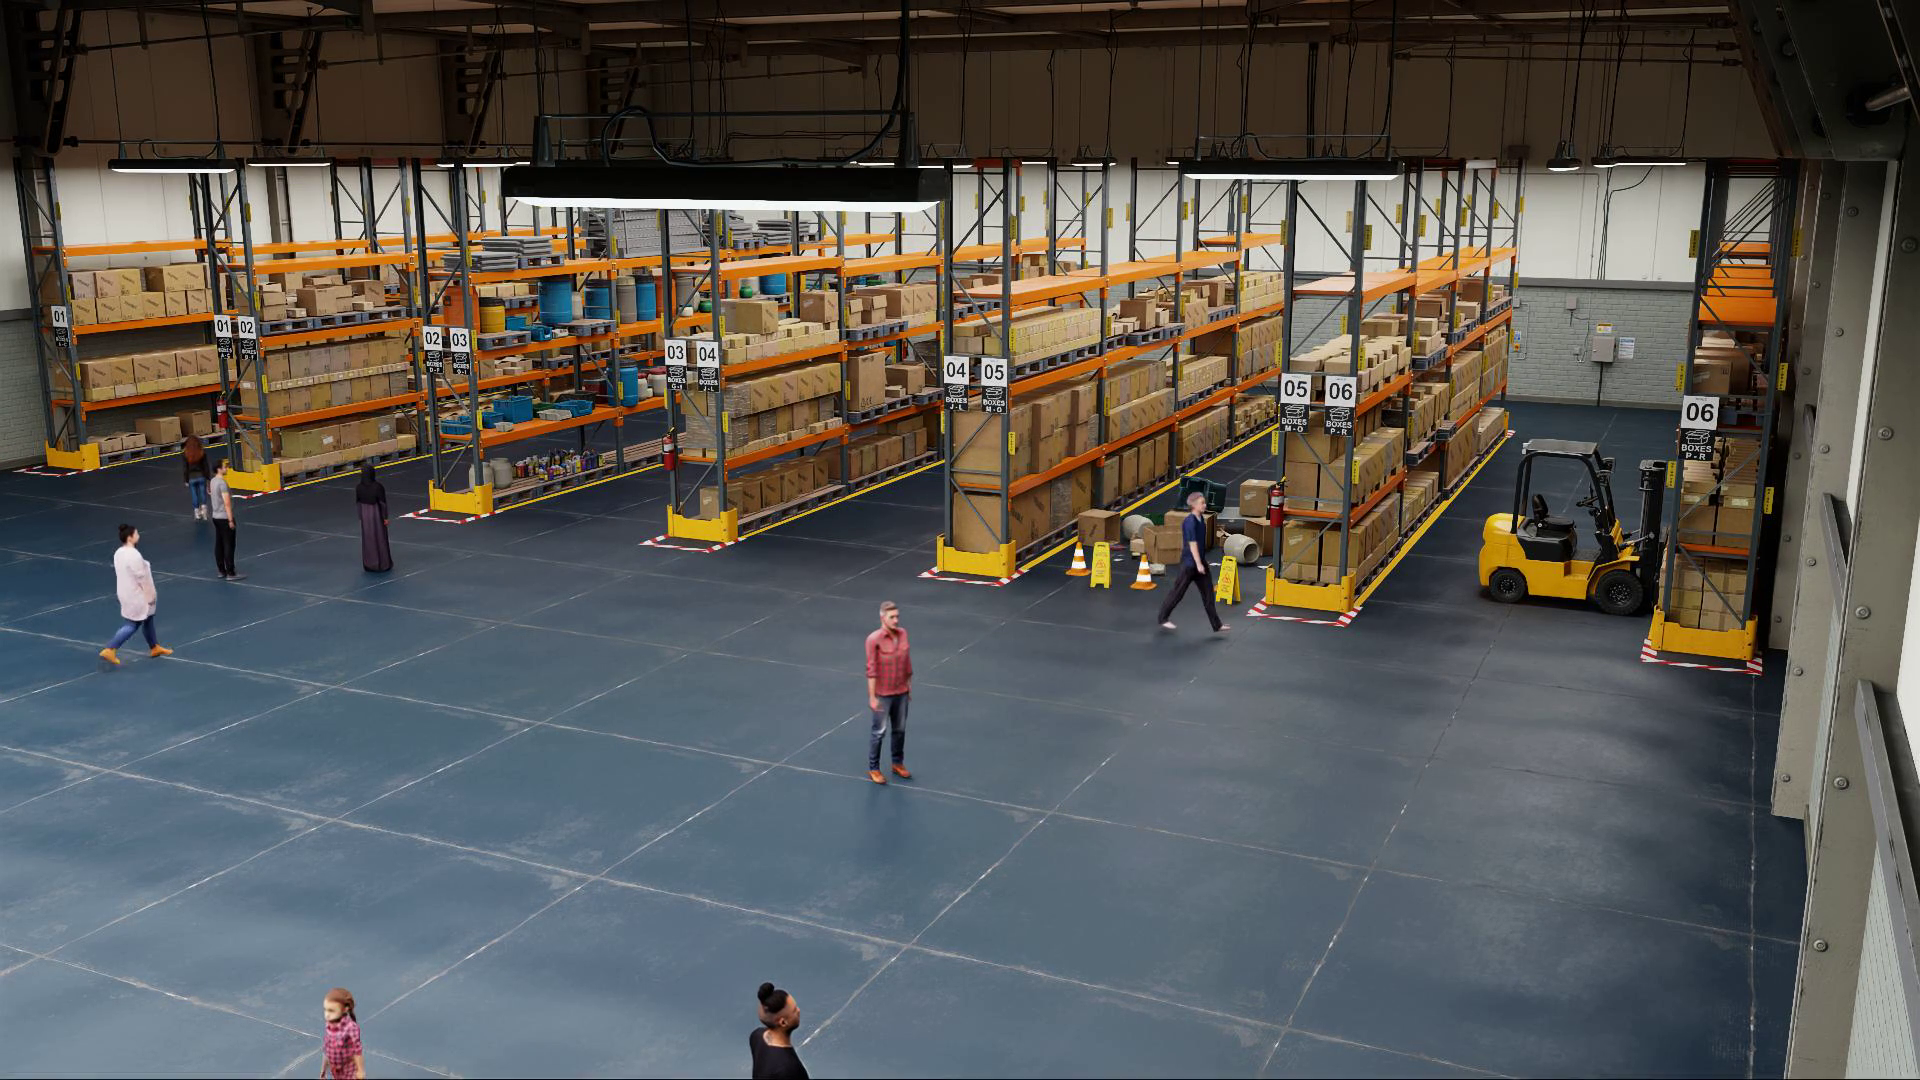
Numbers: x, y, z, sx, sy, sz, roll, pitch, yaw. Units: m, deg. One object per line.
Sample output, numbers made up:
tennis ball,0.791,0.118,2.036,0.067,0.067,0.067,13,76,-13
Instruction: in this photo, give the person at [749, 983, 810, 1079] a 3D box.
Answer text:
person,-0.949,3.190,8.860,0.799,1.863,0.771,-7,15,-27

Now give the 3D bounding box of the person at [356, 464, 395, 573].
person,-8.709,-0.341,24.657,0.679,1.615,0.689,1,13,6

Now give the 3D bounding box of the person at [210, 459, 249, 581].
person,-10.724,-0.310,24.219,0.684,1.753,0.654,12,18,42

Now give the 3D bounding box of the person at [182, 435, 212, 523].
person,-12.823,-1.024,27.947,0.959,1.461,0.957,-7,15,-26

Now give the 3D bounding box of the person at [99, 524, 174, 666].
person,-10.020,0.681,20.026,1.198,1.713,0.936,-12,18,-42

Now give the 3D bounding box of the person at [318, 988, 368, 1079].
person,-3.805,3.268,10.415,0.450,1.010,0.569,7,15,29

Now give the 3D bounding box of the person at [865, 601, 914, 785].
person,-0.702,1.471,16.360,0.673,1.829,0.817,-10,17,-37

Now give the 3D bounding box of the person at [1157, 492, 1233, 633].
person,2.900,0.318,21.363,0.838,1.817,1.184,8,15,31
